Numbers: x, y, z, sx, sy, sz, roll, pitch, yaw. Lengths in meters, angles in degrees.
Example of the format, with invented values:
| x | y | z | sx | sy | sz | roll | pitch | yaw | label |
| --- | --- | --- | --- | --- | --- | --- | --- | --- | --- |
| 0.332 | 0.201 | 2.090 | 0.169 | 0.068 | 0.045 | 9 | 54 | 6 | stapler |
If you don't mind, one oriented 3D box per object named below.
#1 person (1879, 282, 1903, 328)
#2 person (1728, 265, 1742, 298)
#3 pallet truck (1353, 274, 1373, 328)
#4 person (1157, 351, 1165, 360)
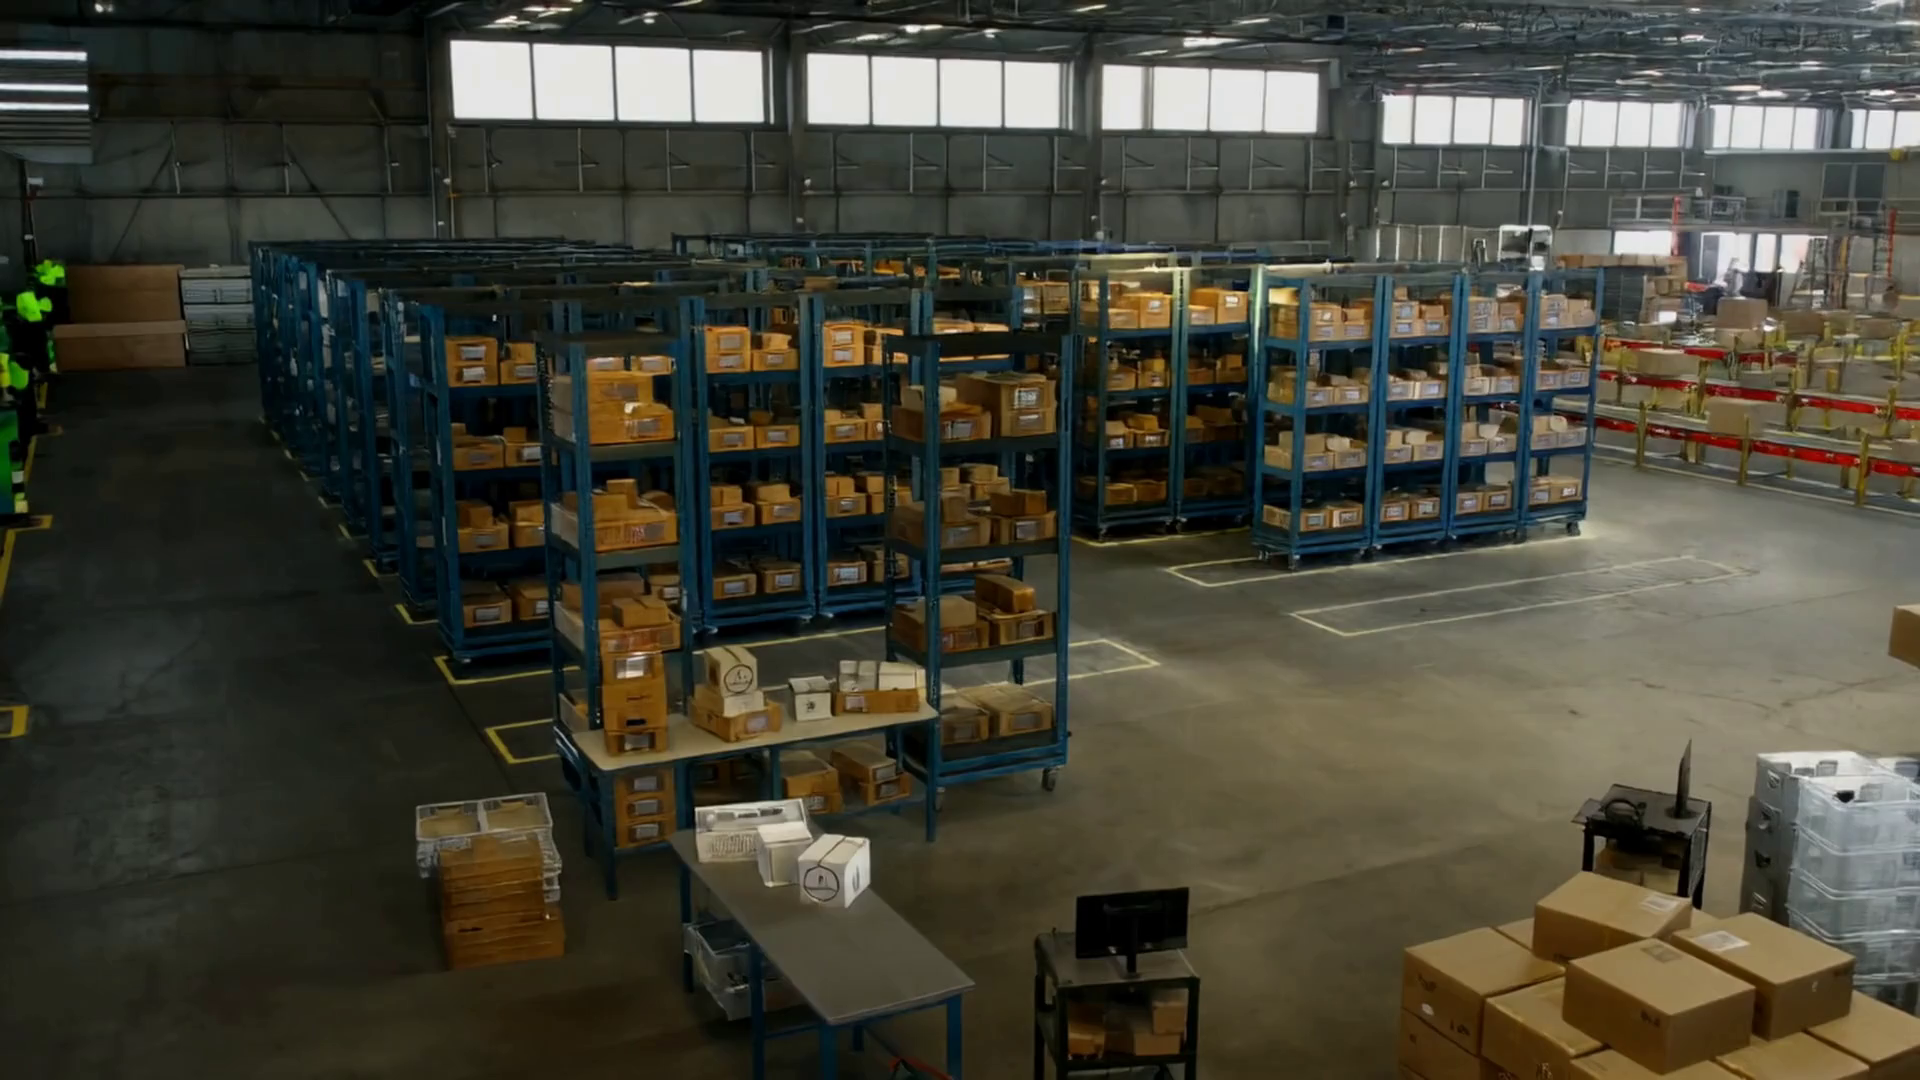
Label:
| x | y | z | sx | sy | sz | roll | pitch | yaw | label |
| --- | --- | --- | --- | --- | --- | --- | --- | --- | --- |
| 27.372 | -6.652 | 48.958 | 0.512 | 1.885 | 0.584 | -4 | 13 | -16 | person |
| 29.108 | -9.459 | 62.467 | 0.670 | 1.721 | 0.506 | -6 | 13 | -25 | person |
| 13.011 | -8.050 | 55.243 | 0.823 | 1.965 | 1.885 | -7 | 14 | -28 | pallet truck |
| 4.840 | -4.391 | 38.734 | 0.525 | 1.751 | 0.564 | 0 | 12 | 1 | person |
